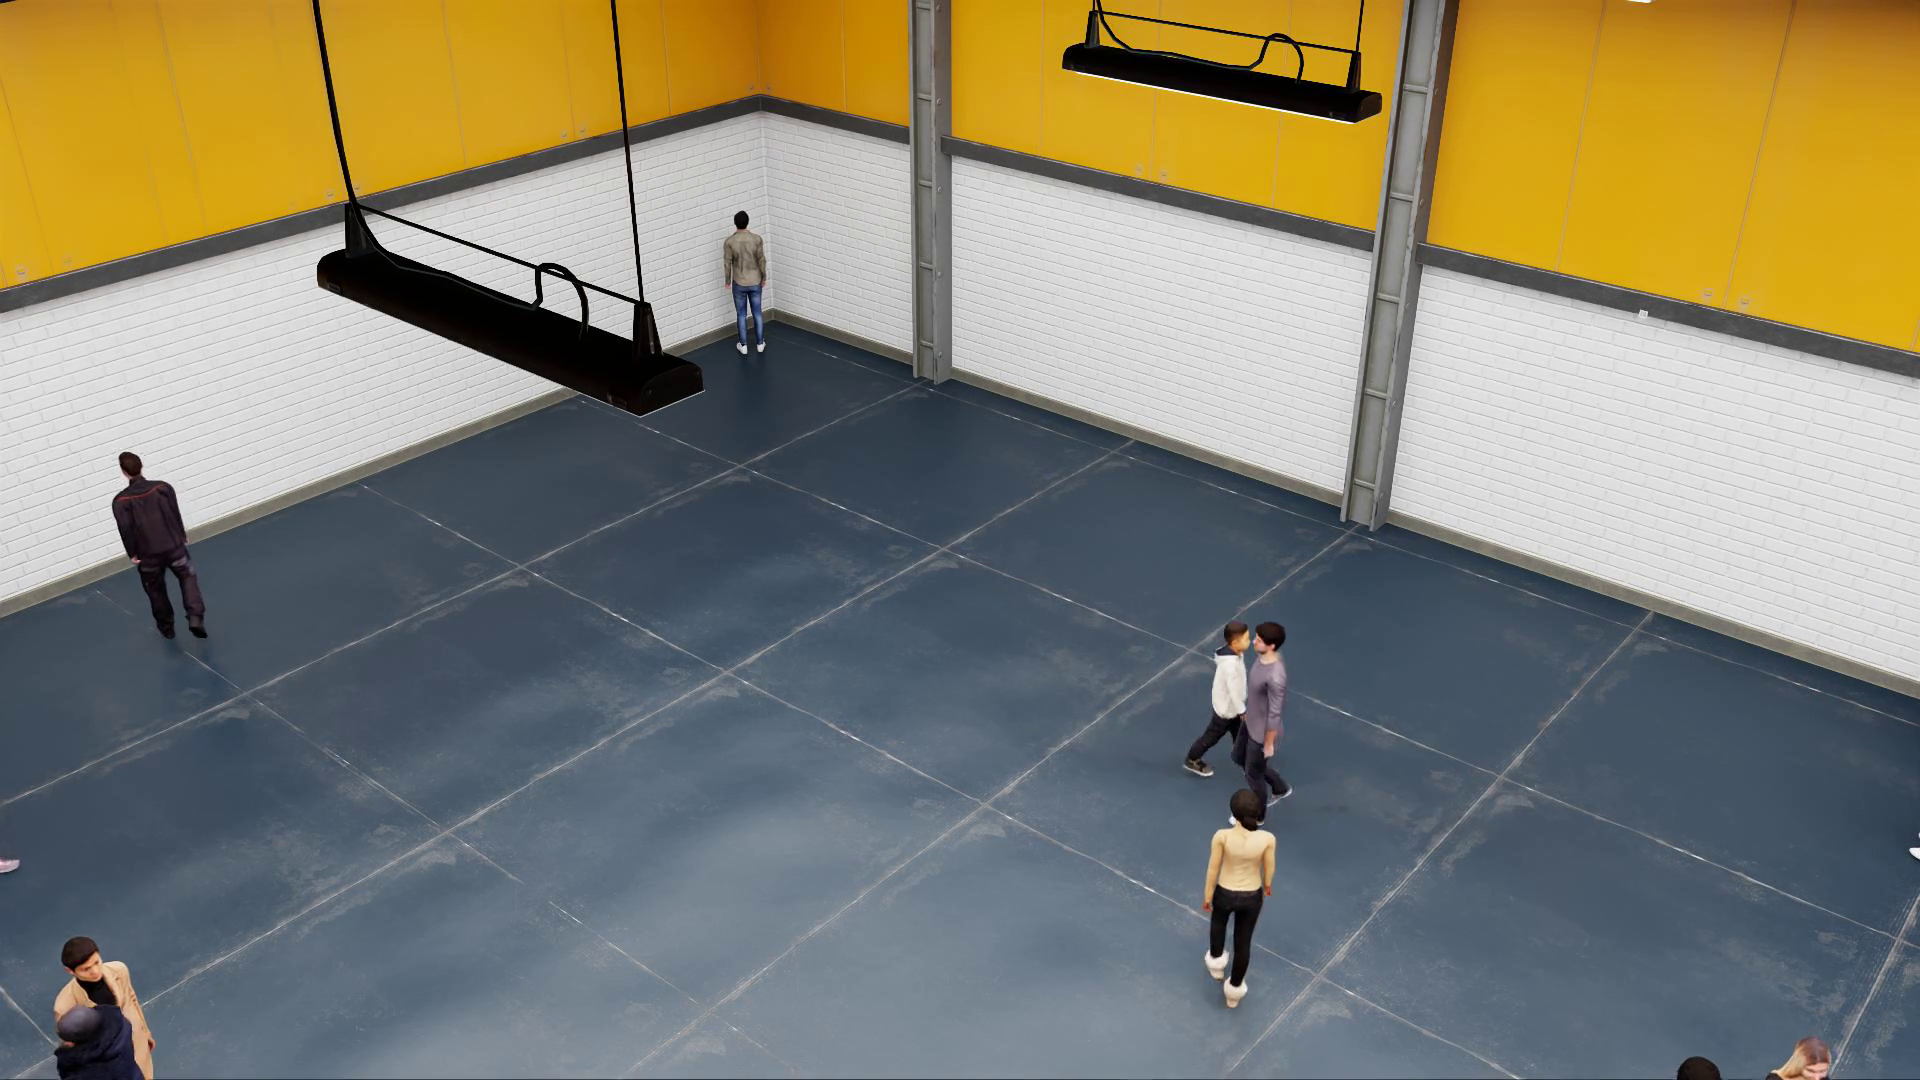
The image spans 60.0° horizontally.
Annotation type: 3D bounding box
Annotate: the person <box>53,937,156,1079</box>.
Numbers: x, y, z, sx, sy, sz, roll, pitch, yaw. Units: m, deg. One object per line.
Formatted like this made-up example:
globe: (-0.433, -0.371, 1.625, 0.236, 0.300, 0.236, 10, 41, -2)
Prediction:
person: (-5.011, 3.009, 9.827, 0.700, 1.726, 0.714, 13, 31, 22)

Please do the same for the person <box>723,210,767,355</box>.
person: (-2.724, -3.285, 21.221, 0.793, 1.865, 0.803, -8, 30, -14)

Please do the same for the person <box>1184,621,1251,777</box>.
person: (2.069, 1.304, 13.267, 1.017, 1.425, 0.788, 10, 30, 17)

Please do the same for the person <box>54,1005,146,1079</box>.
person: (-4.811, 3.248, 9.490, 0.980, 1.630, 0.906, 13, 31, 22)

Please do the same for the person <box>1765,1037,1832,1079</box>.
person: (4.492, 3.350, 9.294, 1.003, 1.638, 1.061, -2, 29, -4)

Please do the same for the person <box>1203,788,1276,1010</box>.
person: (1.843, 2.409, 11.017, 0.793, 1.640, 0.841, 5, 29, 9)

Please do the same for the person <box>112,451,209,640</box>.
person: (-7.196, 0.088, 15.002, 0.877, 1.898, 1.072, -18, 33, -29)

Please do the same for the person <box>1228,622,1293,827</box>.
person: (2.385, 1.405, 12.650, 0.930, 1.839, 0.876, 0, 29, 1)
